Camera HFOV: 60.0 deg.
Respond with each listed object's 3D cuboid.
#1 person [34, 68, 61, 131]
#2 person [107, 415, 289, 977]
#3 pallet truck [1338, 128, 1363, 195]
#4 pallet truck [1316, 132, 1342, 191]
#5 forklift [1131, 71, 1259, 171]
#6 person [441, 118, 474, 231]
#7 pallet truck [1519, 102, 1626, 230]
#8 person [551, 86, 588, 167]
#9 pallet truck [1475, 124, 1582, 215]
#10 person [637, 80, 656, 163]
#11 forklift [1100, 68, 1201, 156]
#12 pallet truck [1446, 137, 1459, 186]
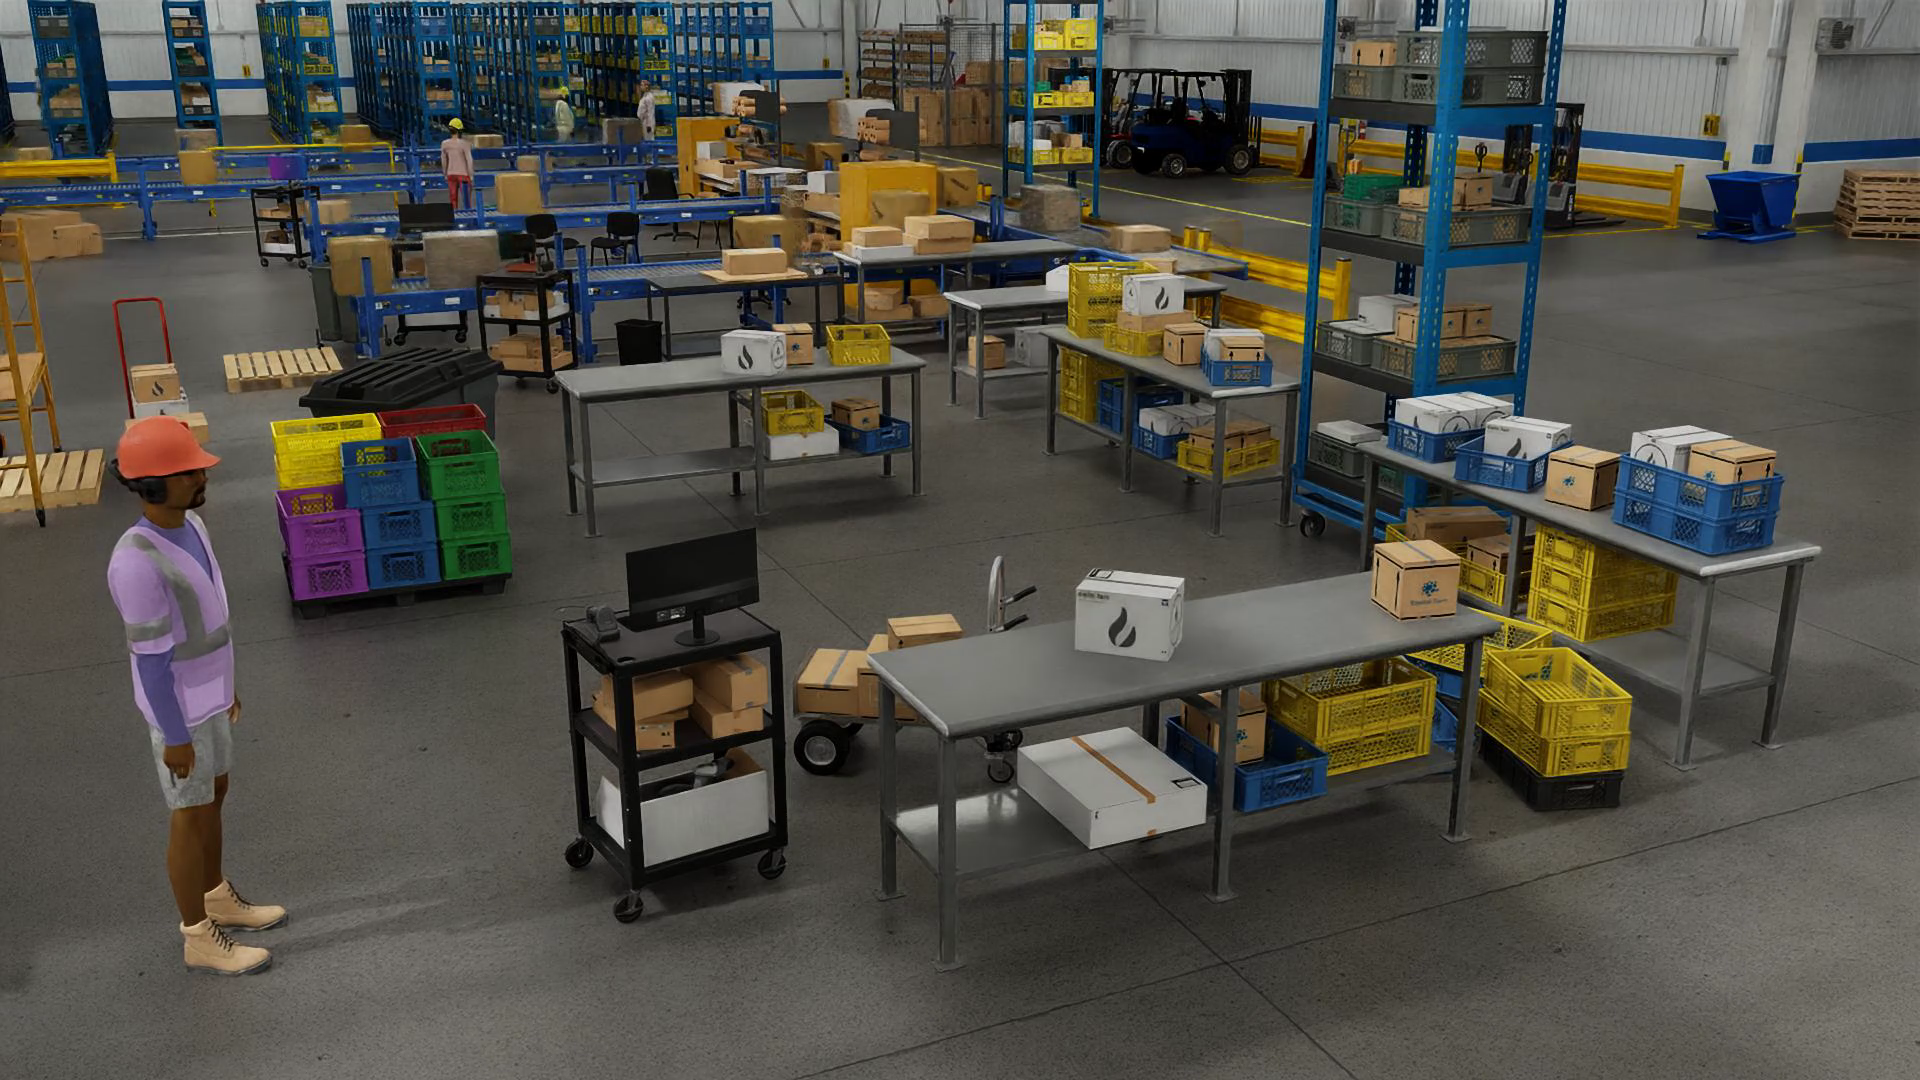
[{"bbox_3d":[-26.675,-12.843,48.510,0.675,1.823,0.584,-3,18,-8],"label":"person"},{"bbox_3d":[-2.720,0.559,5.925,0.368,2.048,0.608,-3,18,-9],"label":"person"},{"bbox_3d":[7.845,-7.140,31.411,1.522,1.261,0.704,-9,20,-25],"label":"pallet truck"},{"bbox_3d":[7.723,-7.504,32.656,1.601,1.201,0.680,-8,19,-23],"label":"pallet truck"},{"bbox_3d":[4.998,-8.936,35.413,2.680,1.987,1.157,-9,20,-25],"label":"forklift"},{"bbox_3d":[-7.898,-5.741,26.228,0.526,1.768,0.331,4,18,14],"label":"person"},{"bbox_3d":[9.972,-6.037,26.785,1.885,1.965,0.823,-9,20,-25],"label":"pallet truck"},{"bbox_3d":[-8.814,-9.173,37.021,0.945,1.790,0.604,-7,19,-20],"label":"person"},{"bbox_3d":[9.707,-6.455,28.103,1.885,1.965,0.823,-7,19,-20],"label":"pallet truck"},{"bbox_3d":[-7.035,-9.347,37.350,0.409,1.913,0.651,-6,19,-19],"label":"person"},{"bbox_3d":[4.082,-9.564,37.410,2.680,1.987,1.157,-8,19,-23],"label":"forklift"},{"bbox_3d":[9.184,-6.485,29.328,1.630,1.274,0.653,-8,19,-23],"label":"pallet truck"}]
